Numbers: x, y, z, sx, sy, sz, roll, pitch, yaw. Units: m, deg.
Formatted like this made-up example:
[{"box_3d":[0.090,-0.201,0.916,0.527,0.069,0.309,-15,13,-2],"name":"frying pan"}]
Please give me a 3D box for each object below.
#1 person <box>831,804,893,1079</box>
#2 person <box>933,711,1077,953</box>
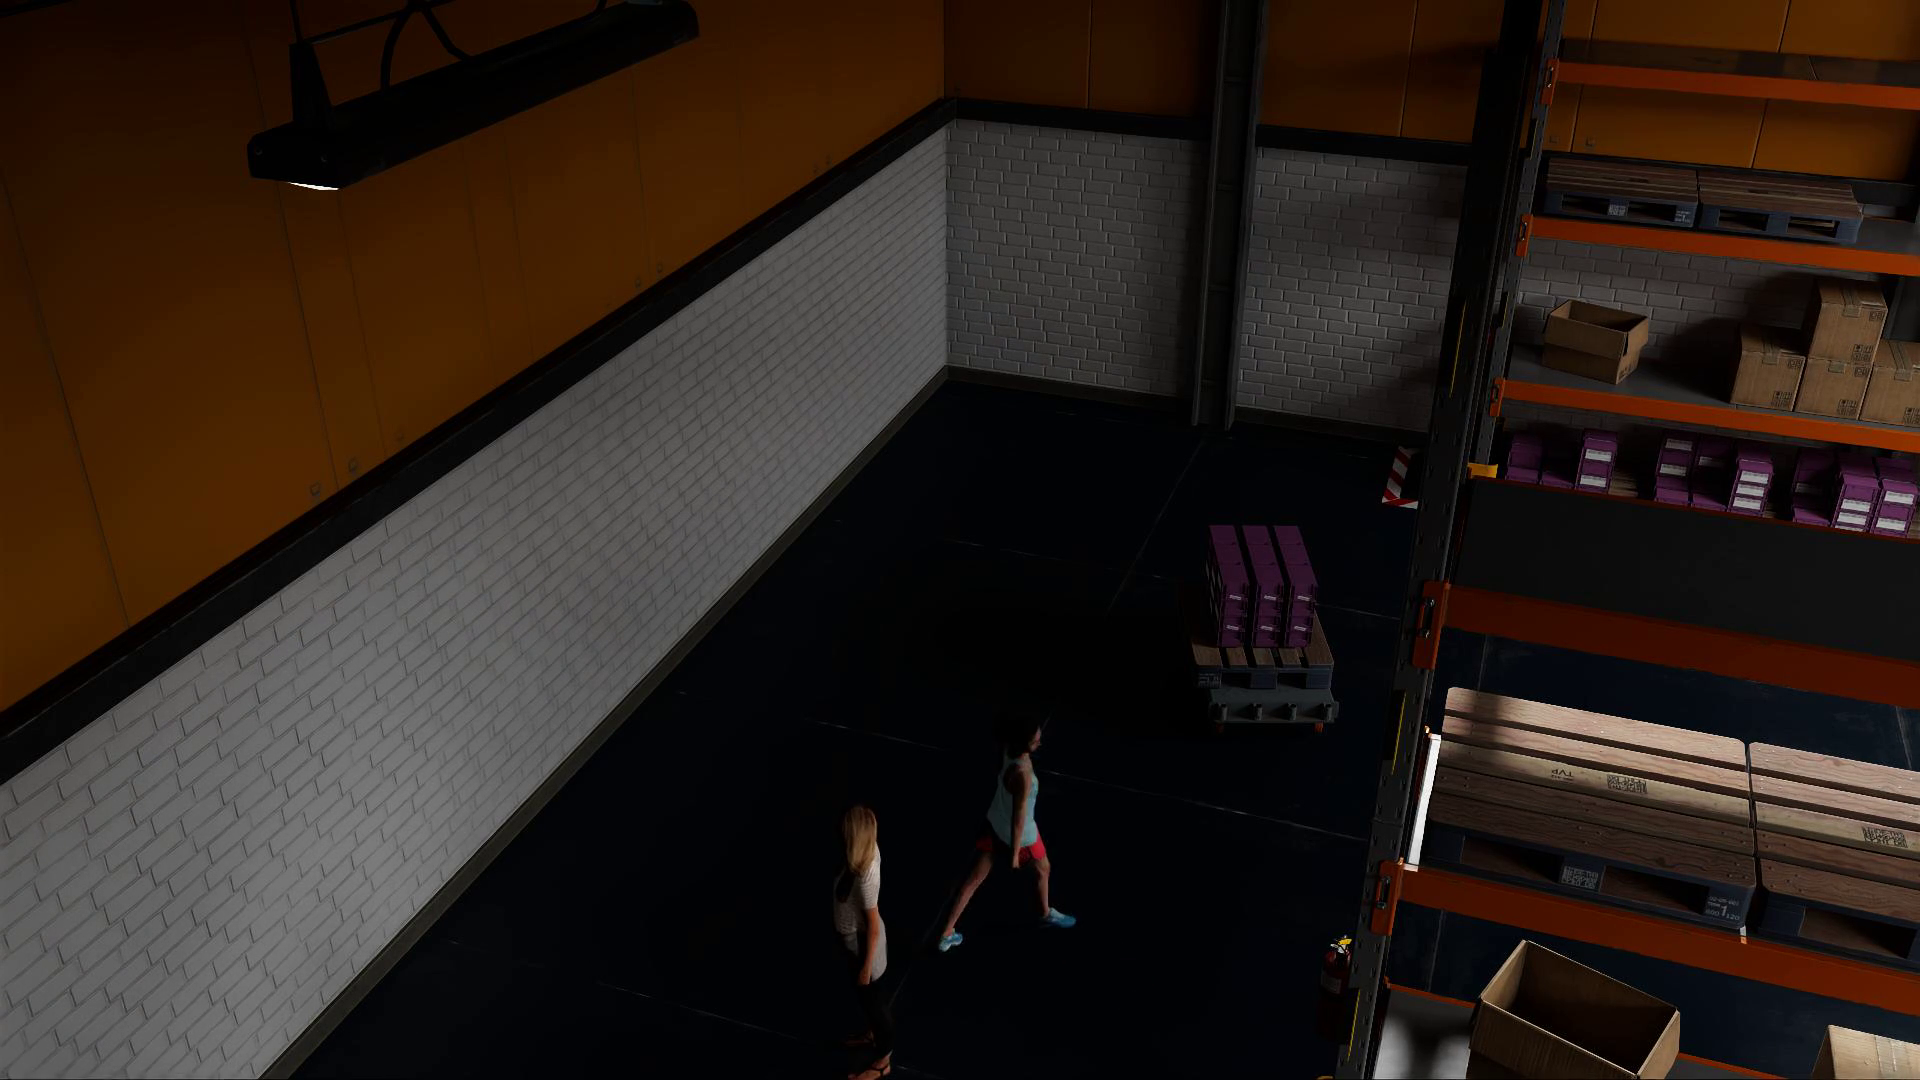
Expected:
[{"box_3d":[-0.513,2.176,9.025,0.696,1.826,0.689,-5,29,-8],"name":"person"},{"box_3d":[0.224,1.775,9.870,1.247,1.721,1.171,-14,31,-24],"name":"person"}]
